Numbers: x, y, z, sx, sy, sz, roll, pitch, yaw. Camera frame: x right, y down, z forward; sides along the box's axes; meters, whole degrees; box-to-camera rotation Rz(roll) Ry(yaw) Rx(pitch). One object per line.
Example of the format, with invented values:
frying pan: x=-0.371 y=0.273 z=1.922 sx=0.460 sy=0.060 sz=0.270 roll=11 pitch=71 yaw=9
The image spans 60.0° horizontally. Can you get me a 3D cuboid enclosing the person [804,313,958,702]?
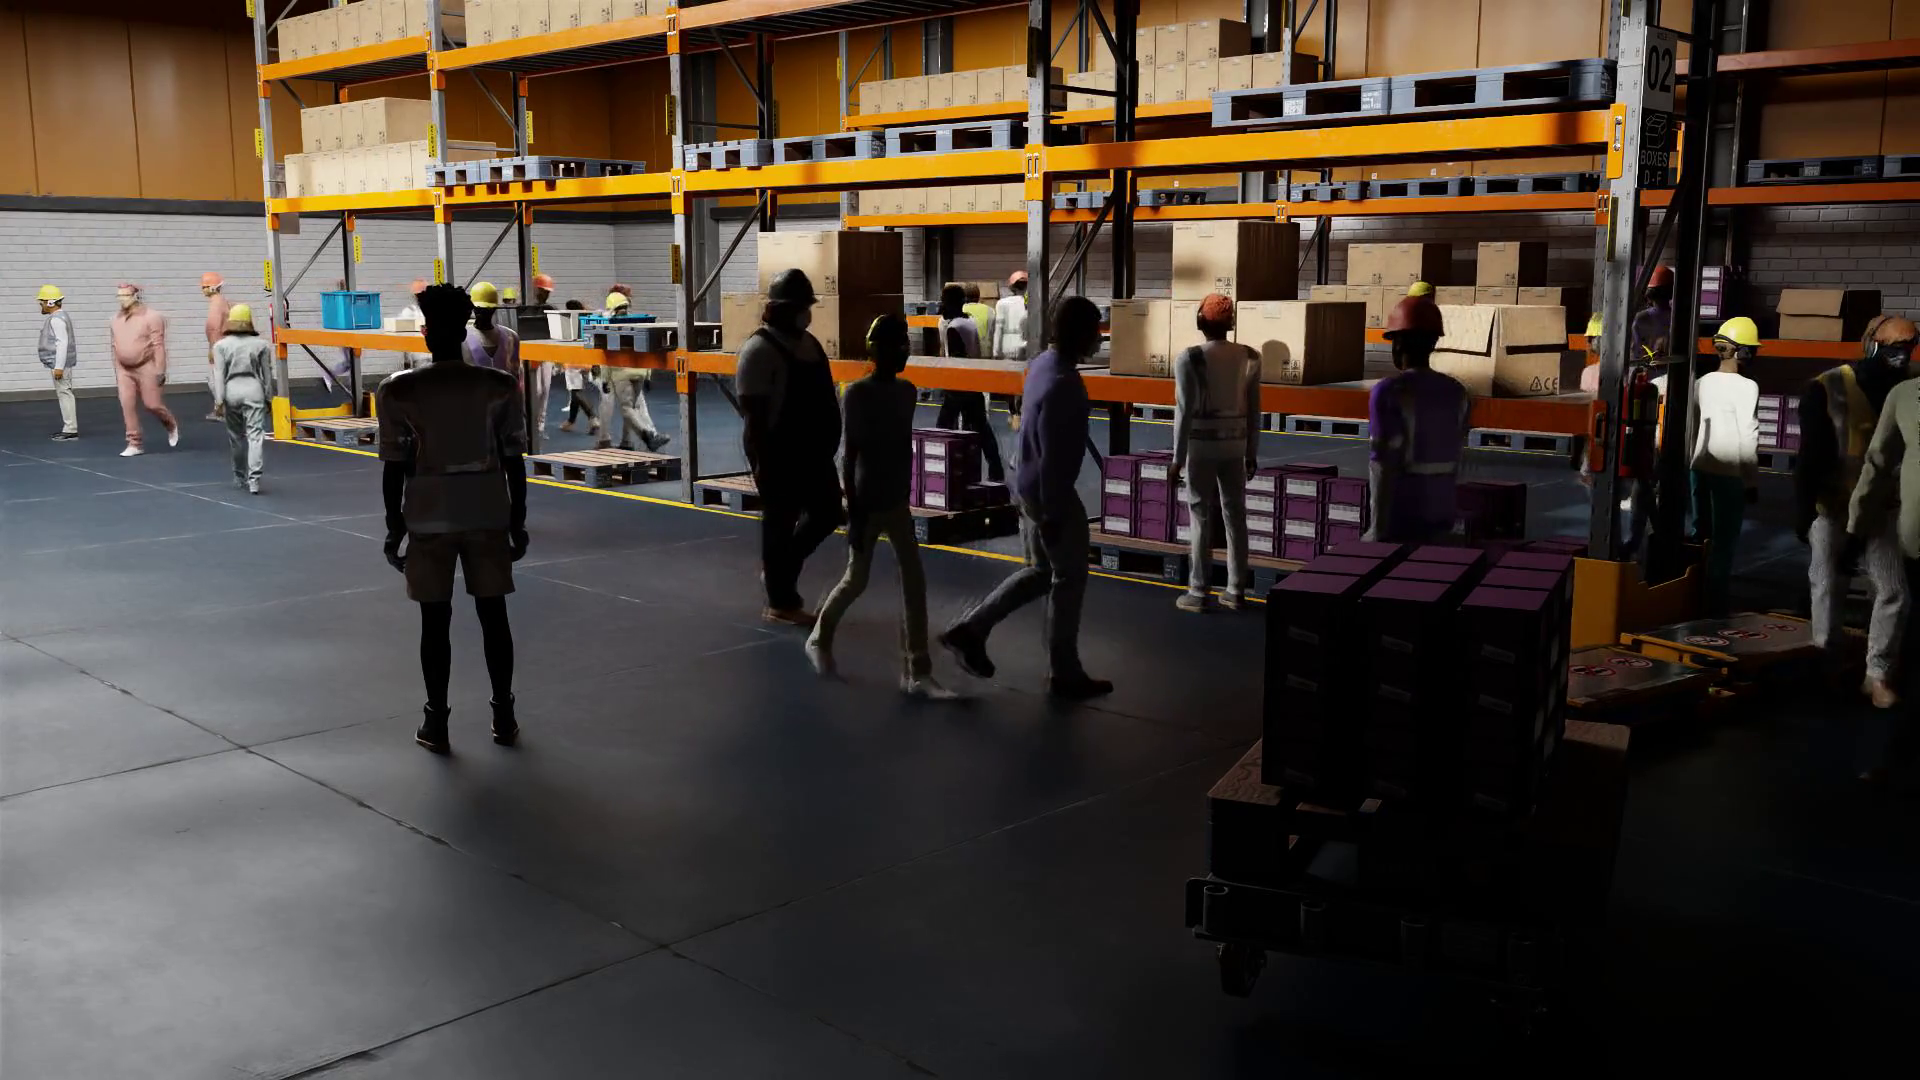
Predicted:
person: x=-0.429 y=-0.173 z=7.952 sx=0.951 sy=1.831 sz=0.528 roll=9 pitch=13 yaw=43

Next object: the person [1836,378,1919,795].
person: x=3.865 y=0.001 z=6.560 sx=1.007 sy=1.935 sz=0.667 roll=-5 pitch=10 yaw=-26

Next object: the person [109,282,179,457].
person: x=-8.900 y=-1.862 z=18.101 sx=0.655 sy=1.885 sz=0.686 roll=1 pitch=9 yaw=6

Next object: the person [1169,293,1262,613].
person: x=1.506 y=-0.508 z=9.807 sx=0.584 sy=1.882 sz=0.337 roll=-4 pitch=10 yaw=-21

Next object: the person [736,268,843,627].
person: x=-0.938 y=-0.524 z=9.422 sx=0.540 sy=2.000 sz=0.701 roll=5 pitch=11 yaw=30

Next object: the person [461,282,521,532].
person: x=-3.599 y=-0.995 z=12.669 sx=0.589 sy=1.923 sz=0.383 roll=-7 pitch=12 yaw=-39

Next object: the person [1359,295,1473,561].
person: x=1.905 y=-0.099 z=7.247 sx=0.557 sy=1.896 sz=0.871 roll=-4 pitch=10 yaw=-25

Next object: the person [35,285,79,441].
person: x=-10.628 y=-2.080 z=19.598 sx=0.403 sy=1.831 sz=0.597 roll=-4 pitch=10 yaw=-25

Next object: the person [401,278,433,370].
person: x=-6.723 y=-2.309 z=20.781 sx=0.563 sy=1.917 sz=0.566 roll=5 pitch=11 yaw=29

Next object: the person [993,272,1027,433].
person: x=0.723 y=-2.350 z=20.802 sx=0.627 sy=1.973 sz=0.981 roll=0 pitch=9 yaw=1

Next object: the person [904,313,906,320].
person: x=-0.730 y=-1.479 z=16.543 sx=0.386 sy=1.620 sz=0.526 roll=6 pitch=11 yaw=33

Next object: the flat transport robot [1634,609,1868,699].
flat transport robot: x=3.927 y=0.550 z=8.251 sx=1.431 sy=0.197 sz=0.652 roll=-5 pitch=11 yaw=-30

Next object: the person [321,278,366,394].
person: x=-9.693 y=-3.185 z=26.209 sx=0.687 sy=1.882 sz=0.654 roll=-5 pitch=10 yaw=-26

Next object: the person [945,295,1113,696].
person: x=0.333 y=-0.192 z=7.830 sx=0.742 sy=1.908 sz=0.654 roll=-1 pitch=9 yaw=-4

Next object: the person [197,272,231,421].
person: x=-9.862 y=-2.543 z=22.000 sx=0.634 sy=1.970 sz=0.657 roll=-3 pitch=10 yaw=-16

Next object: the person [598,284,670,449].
person: x=-3.676 y=-1.894 z=18.417 sx=0.918 sy=1.846 sz=0.590 roll=6 pitch=11 yaw=31

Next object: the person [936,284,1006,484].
person: x=-0.040 y=-1.416 z=15.412 sx=1.024 sy=1.871 sz=0.594 roll=4 pitch=10 yaw=22

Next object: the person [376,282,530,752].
person: x=-2.118 y=-0.091 z=6.999 sx=0.610 sy=1.966 sz=0.363 roll=-4 pitch=10 yaw=-25

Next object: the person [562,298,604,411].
person: x=-5.362 y=-2.658 z=23.836 sx=0.498 sy=1.607 sz=0.758 roll=8 pitch=12 yaw=41

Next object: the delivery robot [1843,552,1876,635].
delivery robot: x=4.830 y=0.251 z=8.929 sx=0.477 sy=0.478 sz=0.707 roll=7 pitch=12 yaw=37

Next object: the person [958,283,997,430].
person: x=0.146 y=-2.261 z=20.682 sx=0.627 sy=1.845 sz=0.429 roll=-3 pitch=10 yaw=-19

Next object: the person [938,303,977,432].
person: x=-0.046 y=-1.792 z=17.799 sx=0.506 sy=1.846 sz=0.345 roll=-9 pitch=13 yaw=-42

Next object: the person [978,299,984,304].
person: x=0.233 y=-2.563 z=23.195 sx=0.496 sy=1.627 sz=0.272 roll=-4 pitch=10 yaw=-24

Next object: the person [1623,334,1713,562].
person: x=4.806 y=-0.591 z=11.199 sx=0.514 sy=1.595 sz=0.842 roll=-6 pitch=11 yaw=-31

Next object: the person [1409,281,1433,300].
person: x=4.959 y=-1.769 z=17.512 sx=0.636 sy=1.890 sz=0.701 roll=-8 pitch=13 yaw=-42

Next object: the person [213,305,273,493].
person: x=-6.509 y=-1.284 z=15.147 sx=0.491 sy=1.683 sz=0.921 roll=-4 pitch=10 yaw=-24

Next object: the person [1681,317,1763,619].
person: x=4.286 y=-0.363 z=9.318 sx=0.340 sy=1.760 sz=0.531 roll=-1 pitch=9 yaw=-9

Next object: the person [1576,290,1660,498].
person: x=5.966 y=-1.328 z=14.829 sx=0.641 sy=1.897 sz=1.010 roll=-5 pitch=10 yaw=-26

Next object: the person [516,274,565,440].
person: x=-4.956 y=-2.141 z=19.589 sx=0.432 sy=1.960 sz=0.632 roll=9 pitch=13 yaw=43

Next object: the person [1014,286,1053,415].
person: x=0.833 y=-1.842 z=18.086 sx=0.528 sy=1.857 sz=0.439 roll=-7 pitch=12 yaw=-38

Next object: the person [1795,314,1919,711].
person: x=4.169 y=-0.123 z=7.653 sx=0.641 sy=1.813 sz=0.669 roll=2 pitch=9 yaw=12

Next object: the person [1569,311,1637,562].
person: x=4.183 y=-0.606 z=10.793 sx=0.544 sy=1.747 sz=0.418 roll=-6 pitch=11 yaw=-32

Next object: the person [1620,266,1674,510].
person: x=5.786 y=-1.248 z=13.863 sx=0.614 sy=2.040 sz=0.378 roll=-1 pitch=9 yaw=-8

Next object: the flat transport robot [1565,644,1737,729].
flat transport robot: x=2.762 y=0.687 z=7.414 sx=1.431 sy=0.197 sz=0.652 roll=-6 pitch=11 yaw=-34

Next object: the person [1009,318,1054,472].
person: x=0.741 y=-1.386 z=16.057 sx=0.525 sy=1.599 sz=0.839 roll=-9 pitch=13 yaw=-44

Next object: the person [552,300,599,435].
person: x=-4.664 y=-2.118 z=20.390 sx=0.875 sy=1.653 sz=0.532 roll=7 pitch=11 yaw=35

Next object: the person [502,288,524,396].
person: x=-7.024 y=-3.054 z=25.939 sx=0.541 sy=1.718 sz=0.923 roll=3 pitch=10 yaw=16

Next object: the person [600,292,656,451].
person: x=-3.565 y=-1.790 z=18.015 sx=0.773 sy=1.788 sz=0.599 roll=9 pitch=13 yaw=44
